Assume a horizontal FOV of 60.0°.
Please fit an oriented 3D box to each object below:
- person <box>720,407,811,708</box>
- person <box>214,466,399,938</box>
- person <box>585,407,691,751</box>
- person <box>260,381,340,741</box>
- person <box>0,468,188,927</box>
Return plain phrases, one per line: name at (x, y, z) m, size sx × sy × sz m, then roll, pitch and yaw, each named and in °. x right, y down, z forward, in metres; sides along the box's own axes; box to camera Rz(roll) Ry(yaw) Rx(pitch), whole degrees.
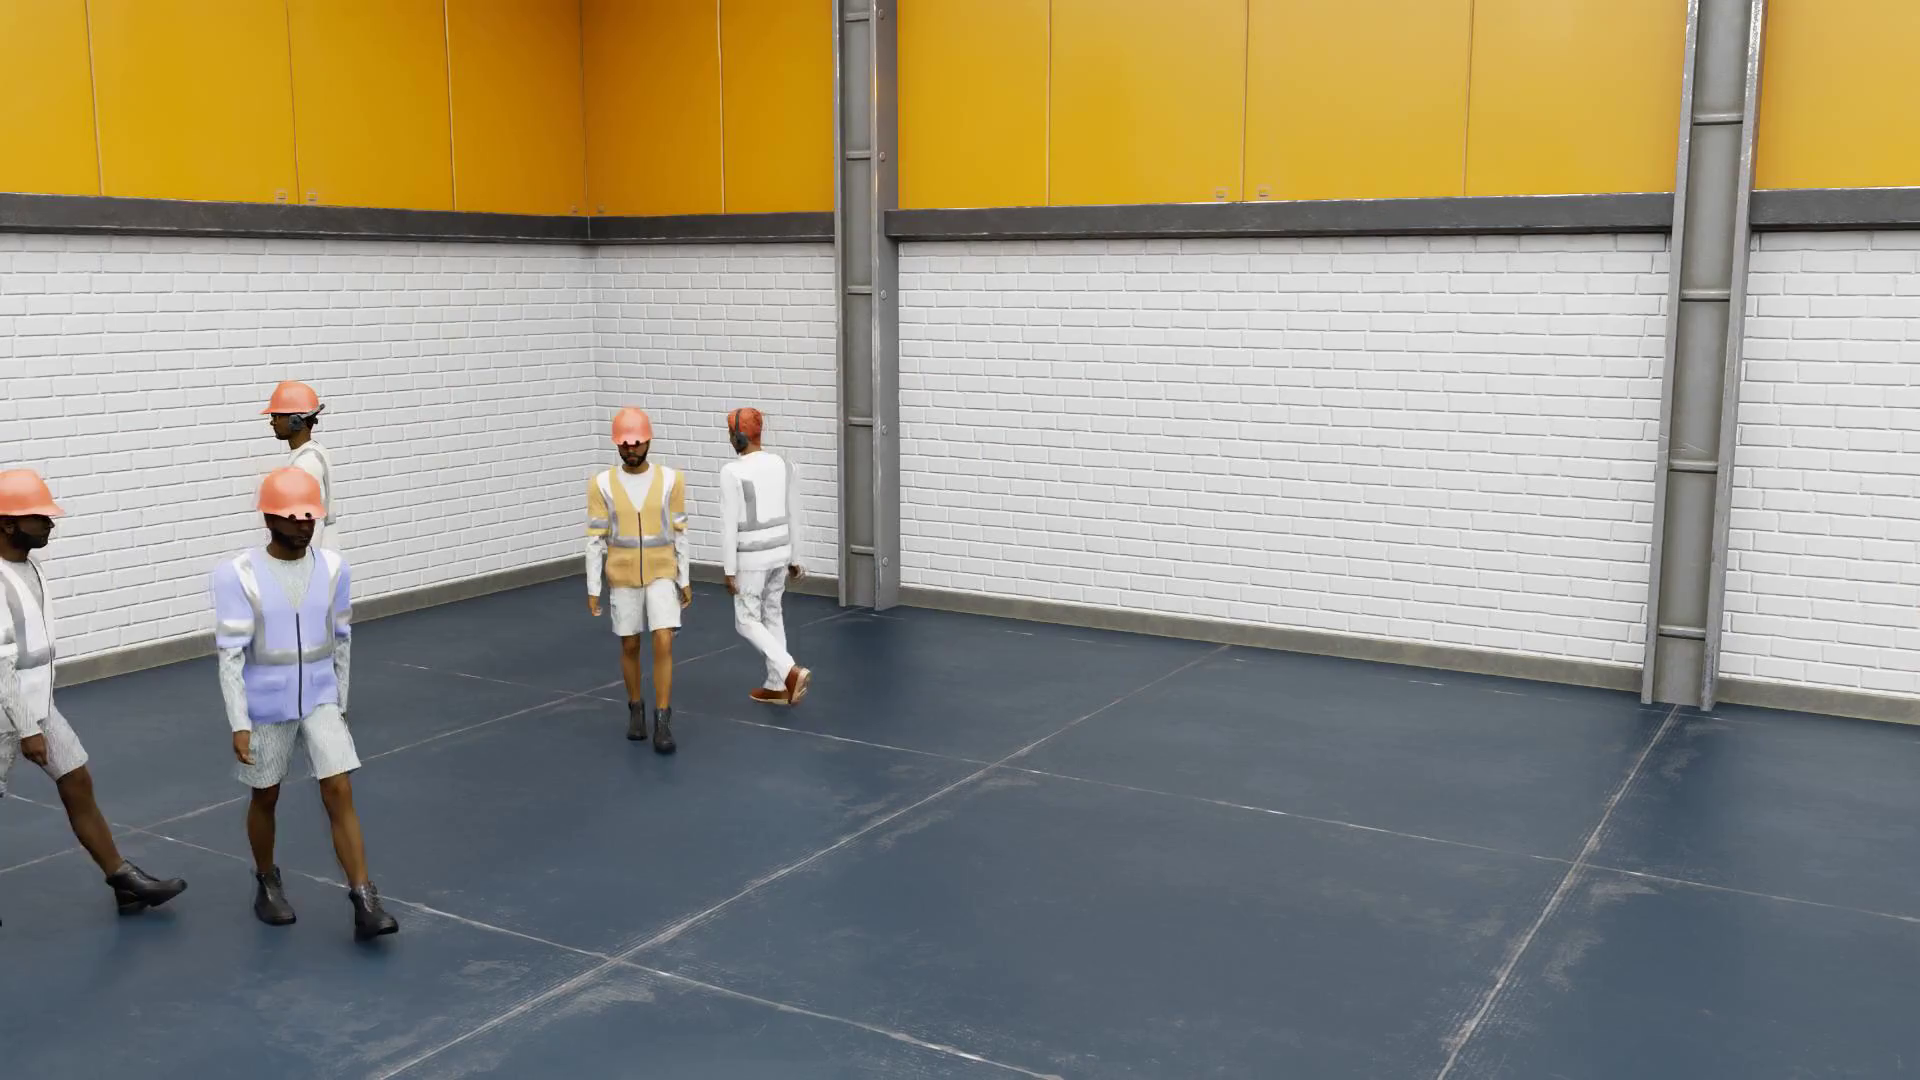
person at (-1.126, 0.131, 9.967) m, size 0.634 × 1.866 × 0.608 m, roll 8°, pitch 12°, yaw 42°
person at (-2.602, 0.664, 6.550) m, size 0.570 × 1.892 × 0.957 m, roll -8°, pitch 12°, yaw -41°
person at (-1.780, 0.224, 9.222) m, size 0.574 × 1.905 × 0.779 m, roll -2°, pitch 9°, yaw -11°
person at (-3.732, 0.117, 9.477) m, size 0.378 × 2.045 × 0.605 m, roll -3°, pitch 10°, yaw -19°
person at (-3.727, 0.655, 6.627) m, size 1.016 × 1.880 × 0.566 m, roll -1°, pitch 9°, yaw -6°
